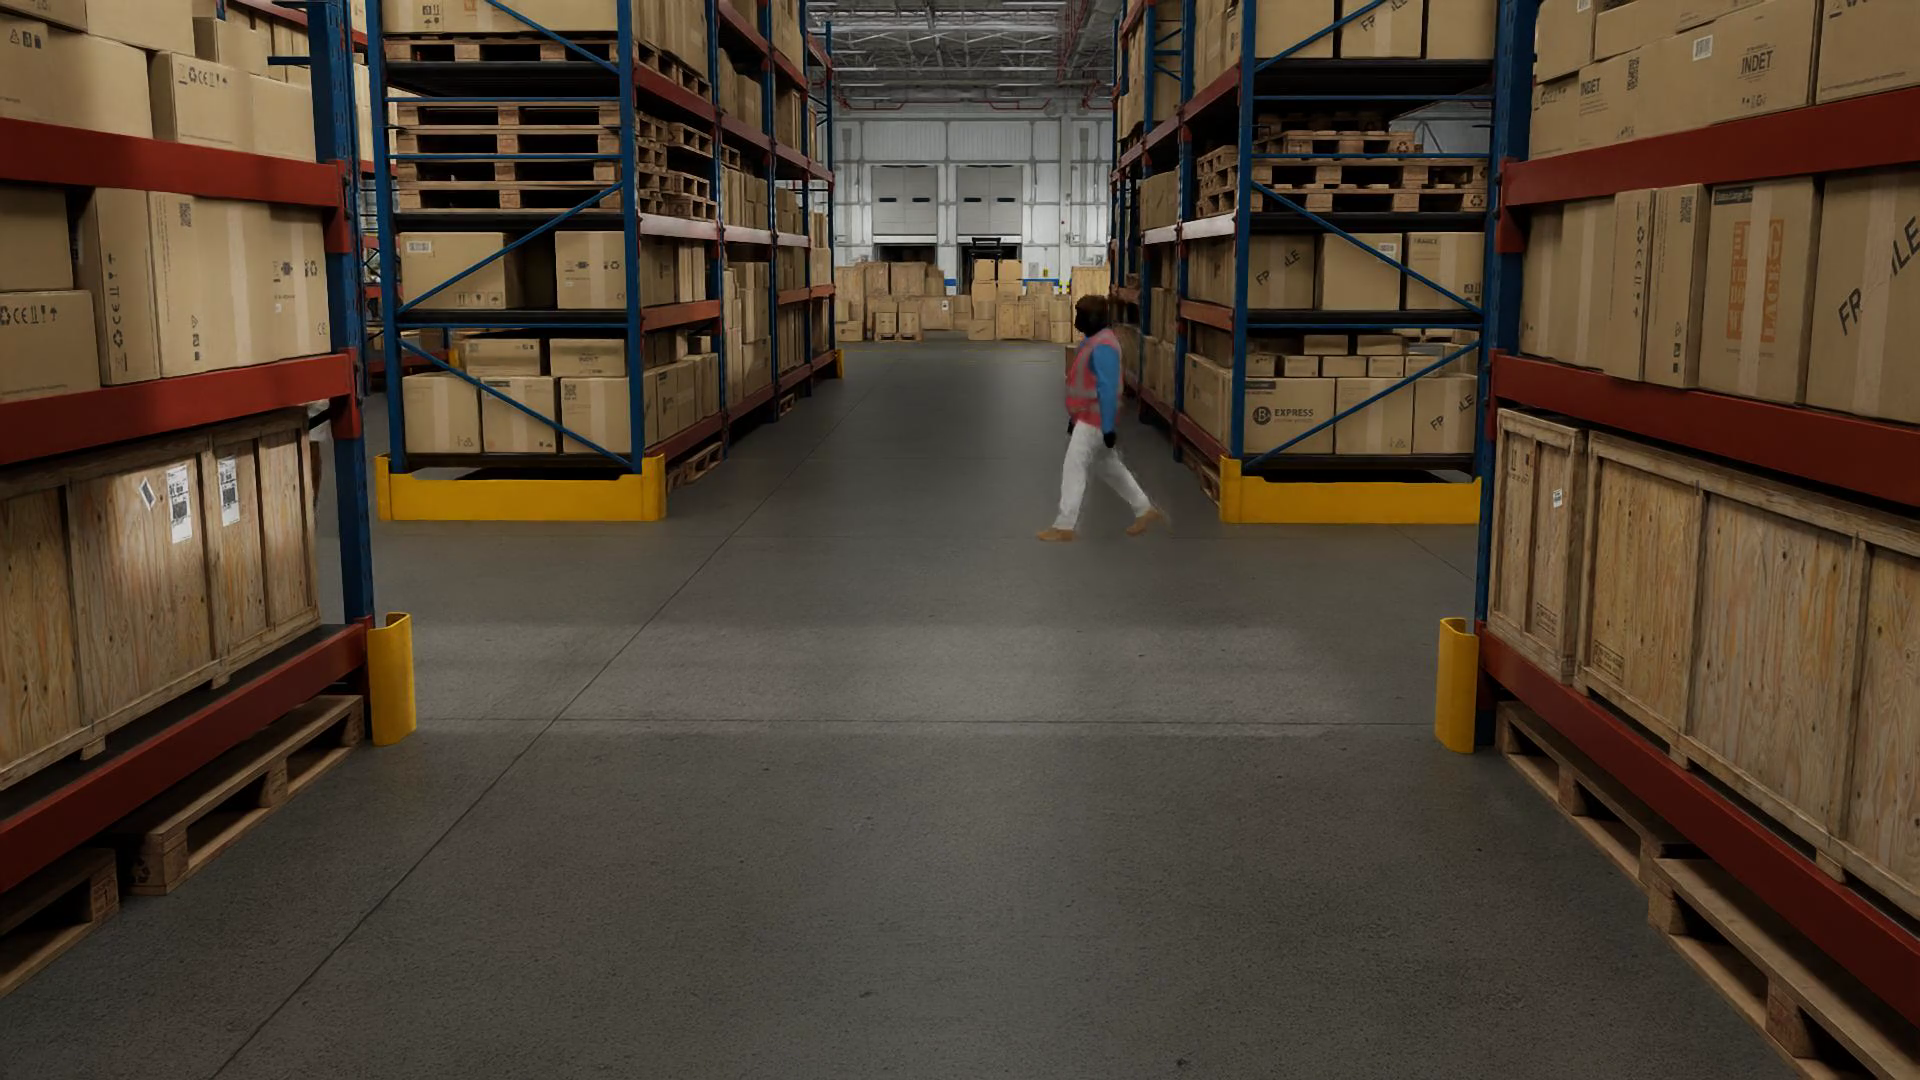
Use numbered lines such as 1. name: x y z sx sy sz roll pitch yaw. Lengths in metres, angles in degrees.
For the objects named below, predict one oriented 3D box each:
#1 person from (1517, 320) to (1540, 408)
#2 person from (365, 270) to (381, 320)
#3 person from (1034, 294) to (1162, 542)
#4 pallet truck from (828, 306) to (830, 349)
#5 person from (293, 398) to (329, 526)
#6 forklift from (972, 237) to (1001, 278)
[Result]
1. person: 6.637 -1.982 19.170 0.555 1.618 0.488 3 10 15
2. person: -20.615 -8.610 58.406 0.517 1.789 1.002 -5 11 -26
3. person: 1.041 -0.885 12.096 0.917 1.808 0.630 0 9 0
4. pallet truck: -3.100 -3.940 29.800 1.885 1.965 0.823 3 10 19
5. person: -5.048 -1.103 12.745 0.647 2.018 0.478 -7 12 -35
6. forklift: 0.847 -8.362 53.652 1.129 2.768 1.873 0 9 1
